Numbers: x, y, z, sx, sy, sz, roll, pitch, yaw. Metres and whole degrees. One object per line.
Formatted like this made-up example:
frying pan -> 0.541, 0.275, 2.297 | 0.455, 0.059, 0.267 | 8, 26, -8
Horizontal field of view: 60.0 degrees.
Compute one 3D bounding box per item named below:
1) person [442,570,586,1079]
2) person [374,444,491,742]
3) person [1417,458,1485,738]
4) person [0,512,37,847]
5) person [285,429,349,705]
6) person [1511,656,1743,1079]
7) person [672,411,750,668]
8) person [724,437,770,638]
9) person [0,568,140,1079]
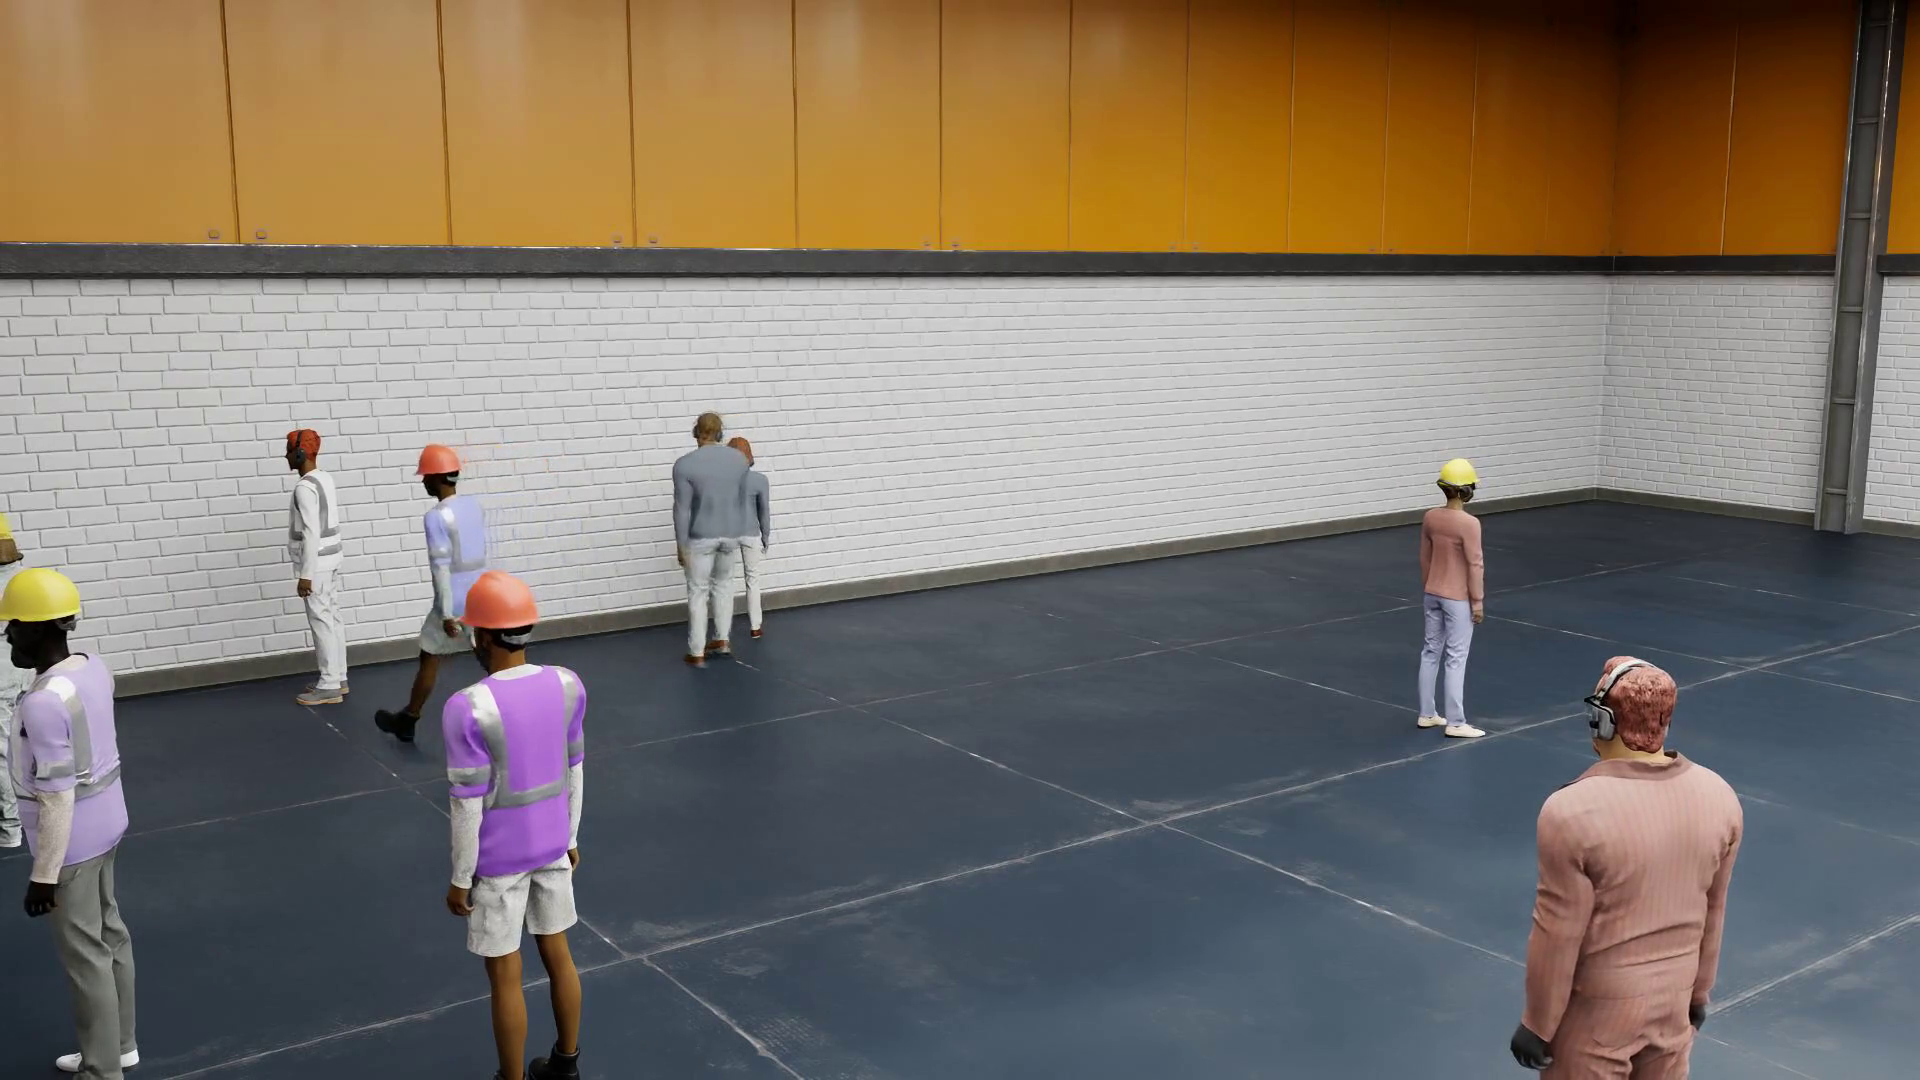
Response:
person -> -1.542, 1.061, 5.751 | 0.351, 1.941, 0.545 | 7, 12, 37
person -> -3.179, 0.350, 10.307 | 0.993, 1.883, 0.568 | 4, 10, 21
person -> 3.130, 0.366, 10.561 | 0.311, 1.772, 0.523 | -4, 10, -24
person -> -4.921, 0.704, 8.554 | 0.296, 1.745, 0.484 | 4, 10, 25
person -> -4.397, 0.180, 11.355 | 0.338, 1.882, 0.582 | -1, 9, -7
person -> 1.806, 1.262, 4.615 | 0.651, 1.907, 0.409 | -4, 10, -22
person -> -1.893, -0.017, 12.525 | 0.642, 1.903, 0.519 | -6, 11, -35
person -> -1.771, -0.016, 13.368 | 0.494, 1.624, 0.282 | -1, 9, -6
person -> -3.149, 1.049, 5.862 | 0.370, 1.929, 0.585 | -2, 9, -11
